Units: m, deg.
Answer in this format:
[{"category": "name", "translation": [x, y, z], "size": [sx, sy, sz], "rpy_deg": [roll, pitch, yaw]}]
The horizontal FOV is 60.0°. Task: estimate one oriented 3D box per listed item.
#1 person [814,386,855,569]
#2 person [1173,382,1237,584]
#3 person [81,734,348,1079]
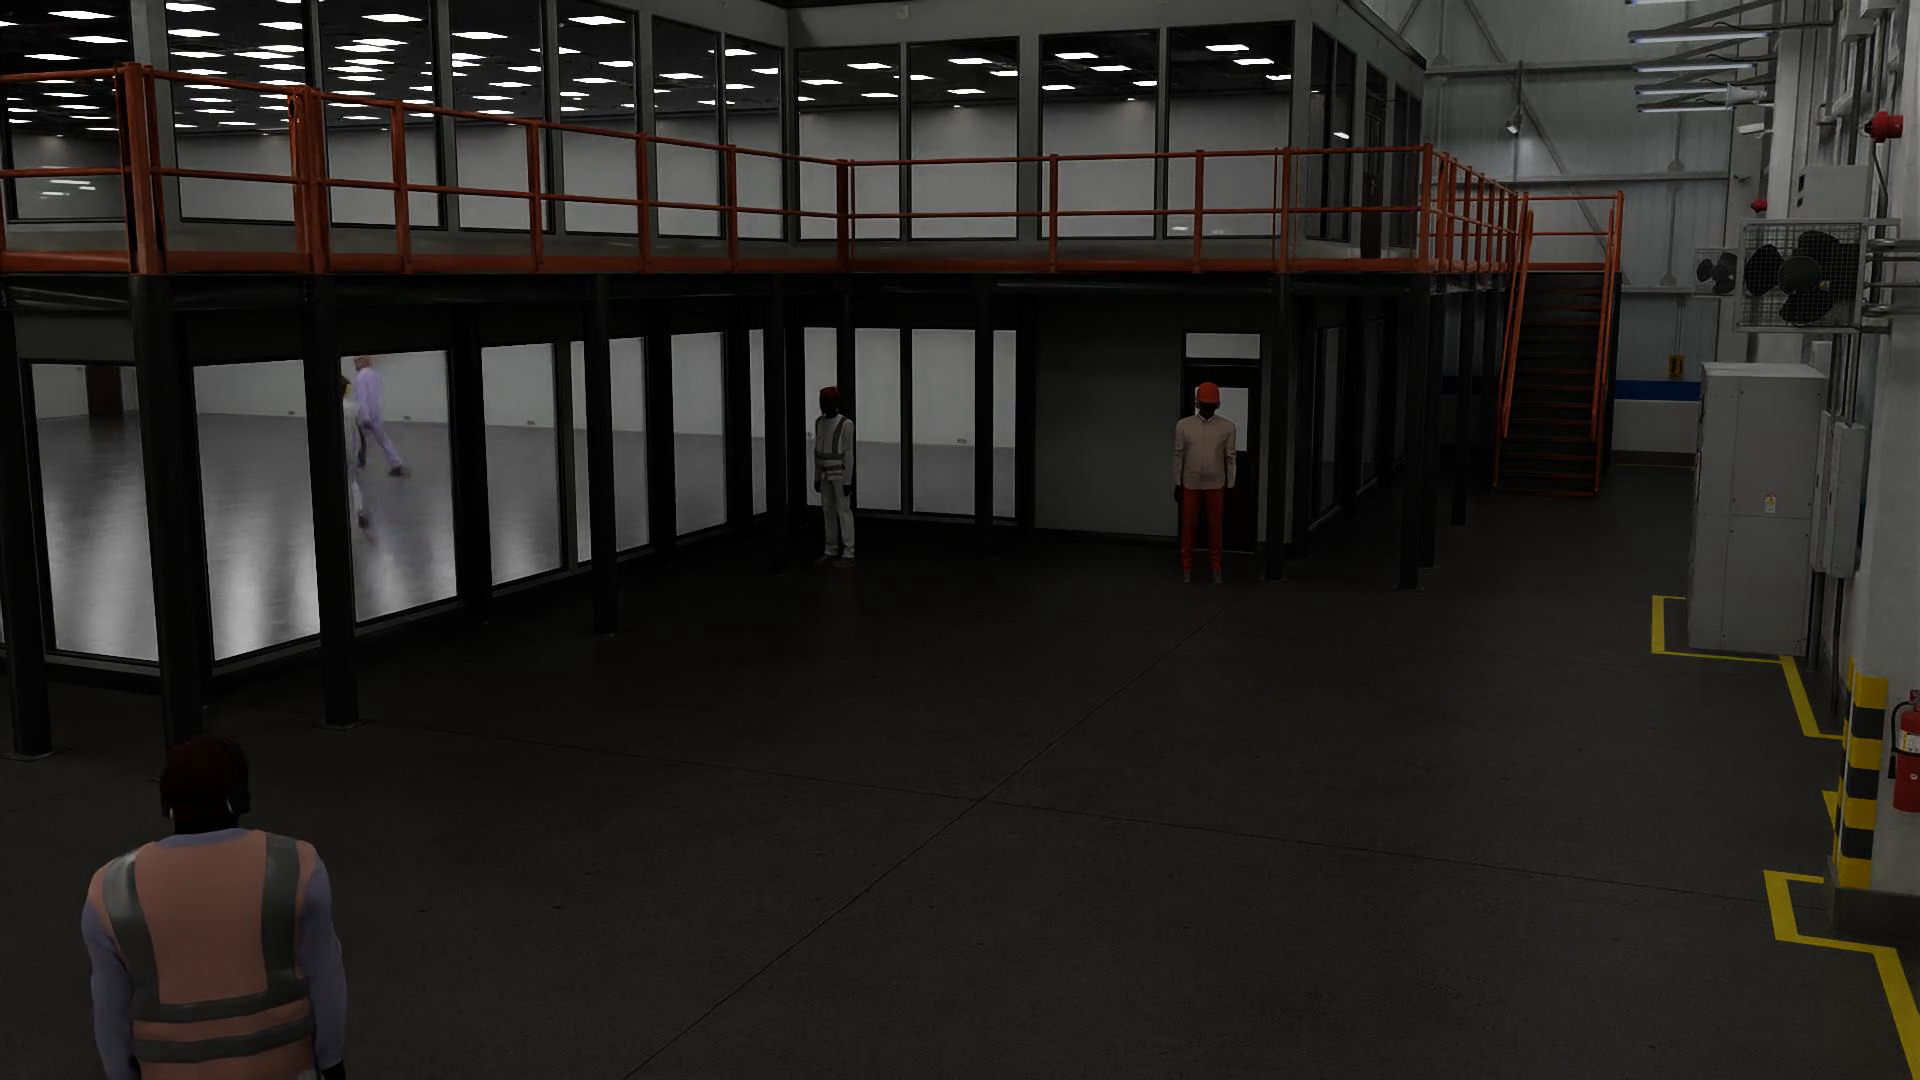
[{"category": "person", "translation": [-1.300, -0.645, 17.154], "size": [0.355, 1.876, 0.574], "rpy_deg": [-9, 13, -43]}, {"category": "person", "translation": [2.385, -0.550, 16.221], "size": [0.612, 1.986, 0.406], "rpy_deg": [1, 9, 7]}, {"category": "person", "translation": [-1.977, 1.424, 4.502], "size": [0.621, 1.837, 0.429], "rpy_deg": [-3, 10, -17]}]
